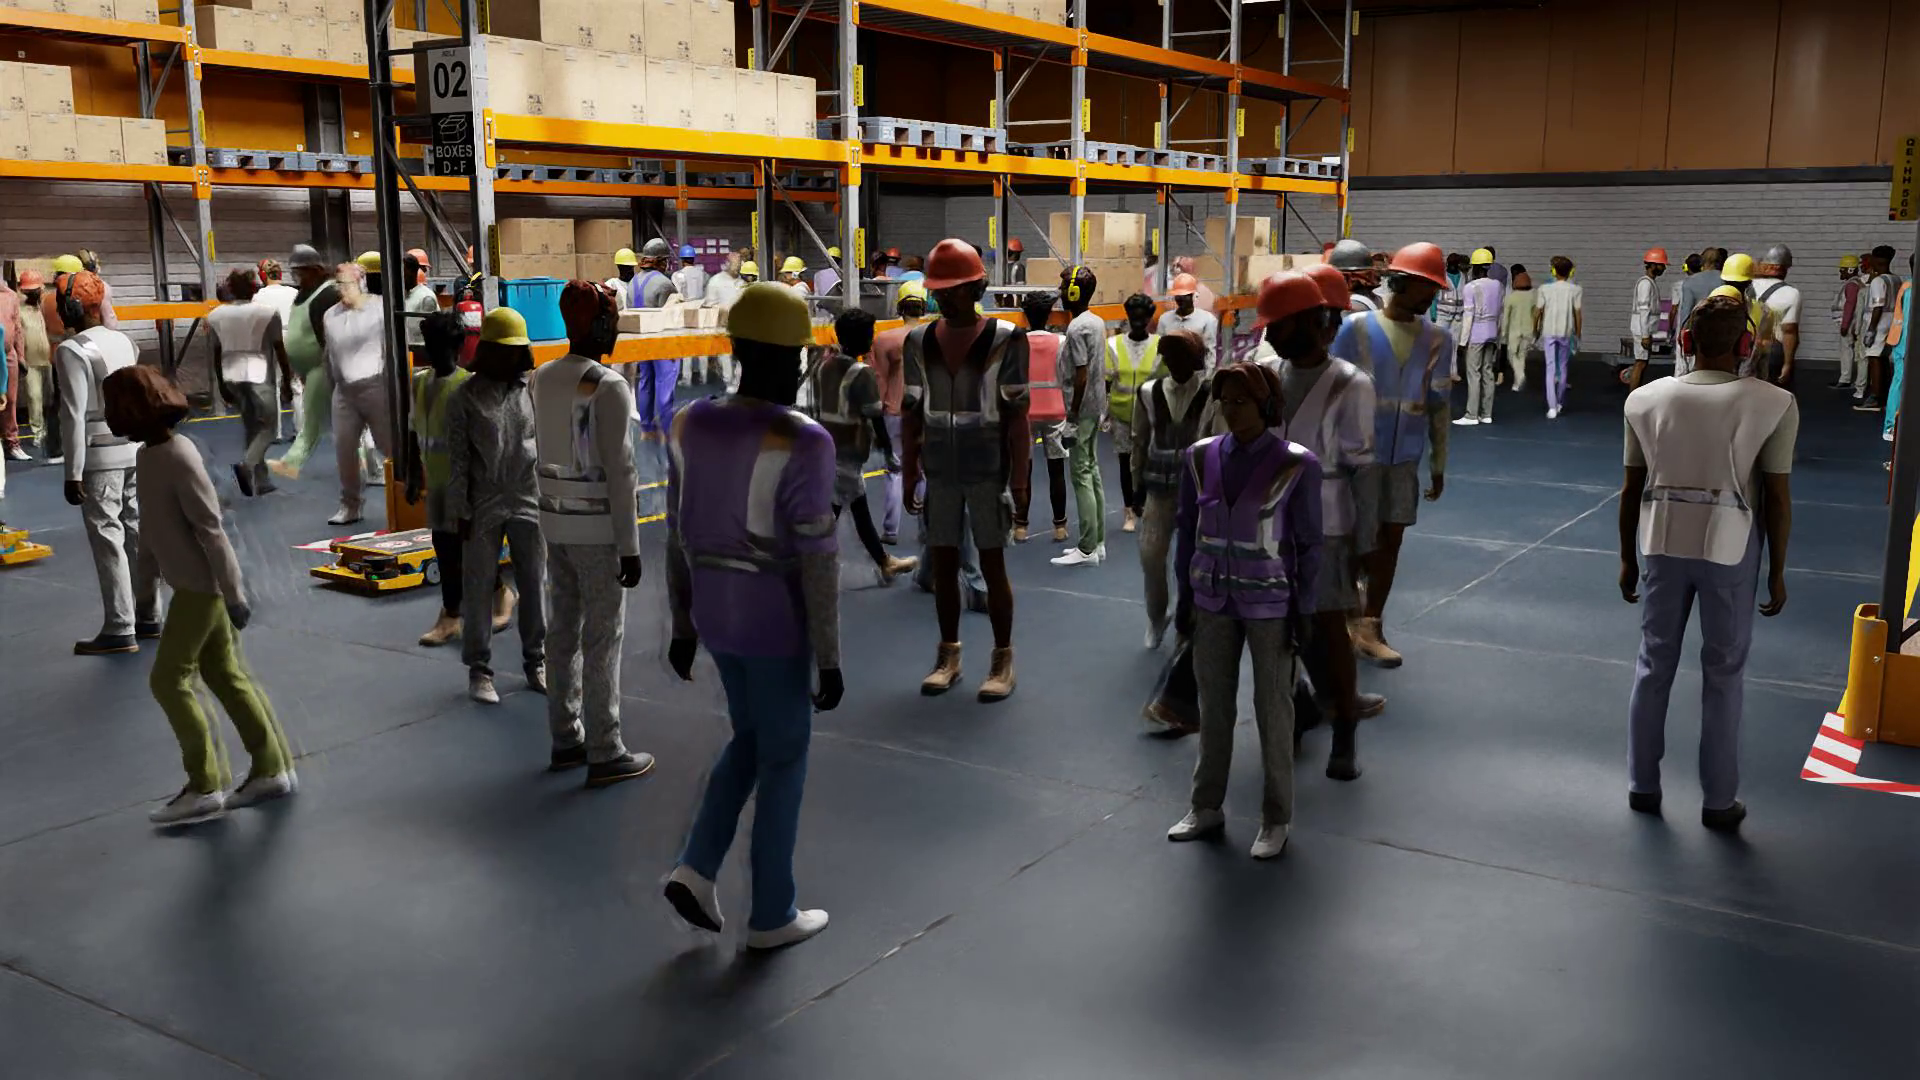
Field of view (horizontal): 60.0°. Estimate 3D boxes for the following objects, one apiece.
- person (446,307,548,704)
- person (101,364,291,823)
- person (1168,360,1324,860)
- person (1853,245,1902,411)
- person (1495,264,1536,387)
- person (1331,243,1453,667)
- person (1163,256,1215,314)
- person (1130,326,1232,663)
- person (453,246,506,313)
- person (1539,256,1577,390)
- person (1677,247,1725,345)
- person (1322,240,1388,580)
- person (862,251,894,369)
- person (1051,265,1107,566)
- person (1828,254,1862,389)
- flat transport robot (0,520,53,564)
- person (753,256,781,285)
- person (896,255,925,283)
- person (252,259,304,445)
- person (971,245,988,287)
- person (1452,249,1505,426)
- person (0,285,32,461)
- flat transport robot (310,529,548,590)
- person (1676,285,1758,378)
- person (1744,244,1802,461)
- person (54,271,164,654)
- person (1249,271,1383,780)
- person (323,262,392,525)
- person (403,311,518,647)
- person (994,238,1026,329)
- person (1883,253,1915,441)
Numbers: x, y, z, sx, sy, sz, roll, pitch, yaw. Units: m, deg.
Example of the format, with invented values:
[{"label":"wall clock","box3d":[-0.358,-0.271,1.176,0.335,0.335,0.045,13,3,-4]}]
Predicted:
[{"label":"person","box3d":[-1.984,-0.149,7.310,0.486,1.738,0.321,-7,12,-33]},{"label":"person","box3d":[-2.683,0.187,5.809,0.610,1.595,0.517,-7,12,-34]},{"label":"person","box3d":[0.940,0.228,5.479,0.518,1.639,0.312,8,13,37]},{"label":"person","box3d":[10.939,-2.519,19.794,0.613,1.963,0.362,-9,14,-41]},{"label":"person","box3d":[7.681,-2.967,23.027,0.535,1.697,0.318,5,12,27]},{"label":"person","box3d":[2.016,-0.410,8.001,0.702,2.009,0.595,-2,10,-9]},{"label":"person","box3d":[2.086,-1.758,15.838,0.662,1.870,0.790,-7,13,-36]},{"label":"person","box3d":[1.049,-0.208,7.949,0.511,1.623,0.375,4,11,19]},{"label":"person","box3d":[-5.251,-2.255,18.273,0.611,1.986,0.392,-2,10,-11]},{"label":"person","box3d":[8.083,-2.927,22.530,0.601,1.807,0.606,8,13,37]},{"label":"person","box3d":[8.680,-2.427,19.363,0.627,1.940,0.371,1,10,4]},{"label":"person","box3d":[2.309,-0.793,10.023,0.536,2.000,0.684,7,12,34]},{"label":"person","box3d":[-0.826,-2.115,17.729,0.405,1.909,0.597,10,14,44]},{"label":"person","box3d":[0.749,-0.766,10.348,0.315,1.869,0.526,4,11,20]},{"label":"person","box3d":[12.091,-2.968,22.674,0.403,1.826,0.591,6,12,30]},{"label":"flat transport robot","box3d":[-6.383,0.085,10.063,0.652,0.197,1.431,7,12,33]},{"label":"person","box3d":[-2.159,-2.174,18.134,0.418,1.871,0.610,-2,10,-12]},{"label":"person","box3d":[-0.584,-3.129,23.640,0.631,1.803,0.892,4,11,23]},{"label":"person","box3d":[-6.759,-1.860,16.509,0.397,1.836,0.562,9,13,39]},{"label":"person","box3d":[0.227,-3.137,23.244,0.370,1.959,0.604,2,10,8]},{"label":"person","box3d":[5.668,-2.209,18.184,0.590,1.927,0.367,-7,12,-33]},{"label":"person","box3d":[-8.791,-1.640,15.092,0.408,1.908,0.644,7,12,32]},{"label":"flat transport robot","box3d":[-3.151,0.065,10.172,0.652,0.197,1.431,7,12,35]},{"label":"person","box3d":[4.707,-0.709,10.384,0.488,1.744,0.296,9,14,41]},{"label":"person","box3d":[7.229,-1.691,15.001,1.011,2.000,0.691,-7,12,-35]},{"label":"person","box3d":[-4.217,-0.379,8.202,0.355,1.876,0.574,0,10,3]},{"label":"person","box3d":[1.302,-0.058,6.321,0.624,1.908,0.428,10,14,43]},{"label":"person","box3d":[-4.290,-1.079,12.069,0.647,1.877,0.856,2,10,12]},{"label":"person","box3d":[-2.490,-0.300,8.270,0.552,1.681,0.402,8,13,39]},{"label":"person","box3d":[0.791,-3.466,24.824,0.381,2.045,0.605,-9,14,-41]},{"label":"person","box3d":[9.568,-1.955,16.806,0.371,1.915,0.597,6,12,29]}]
